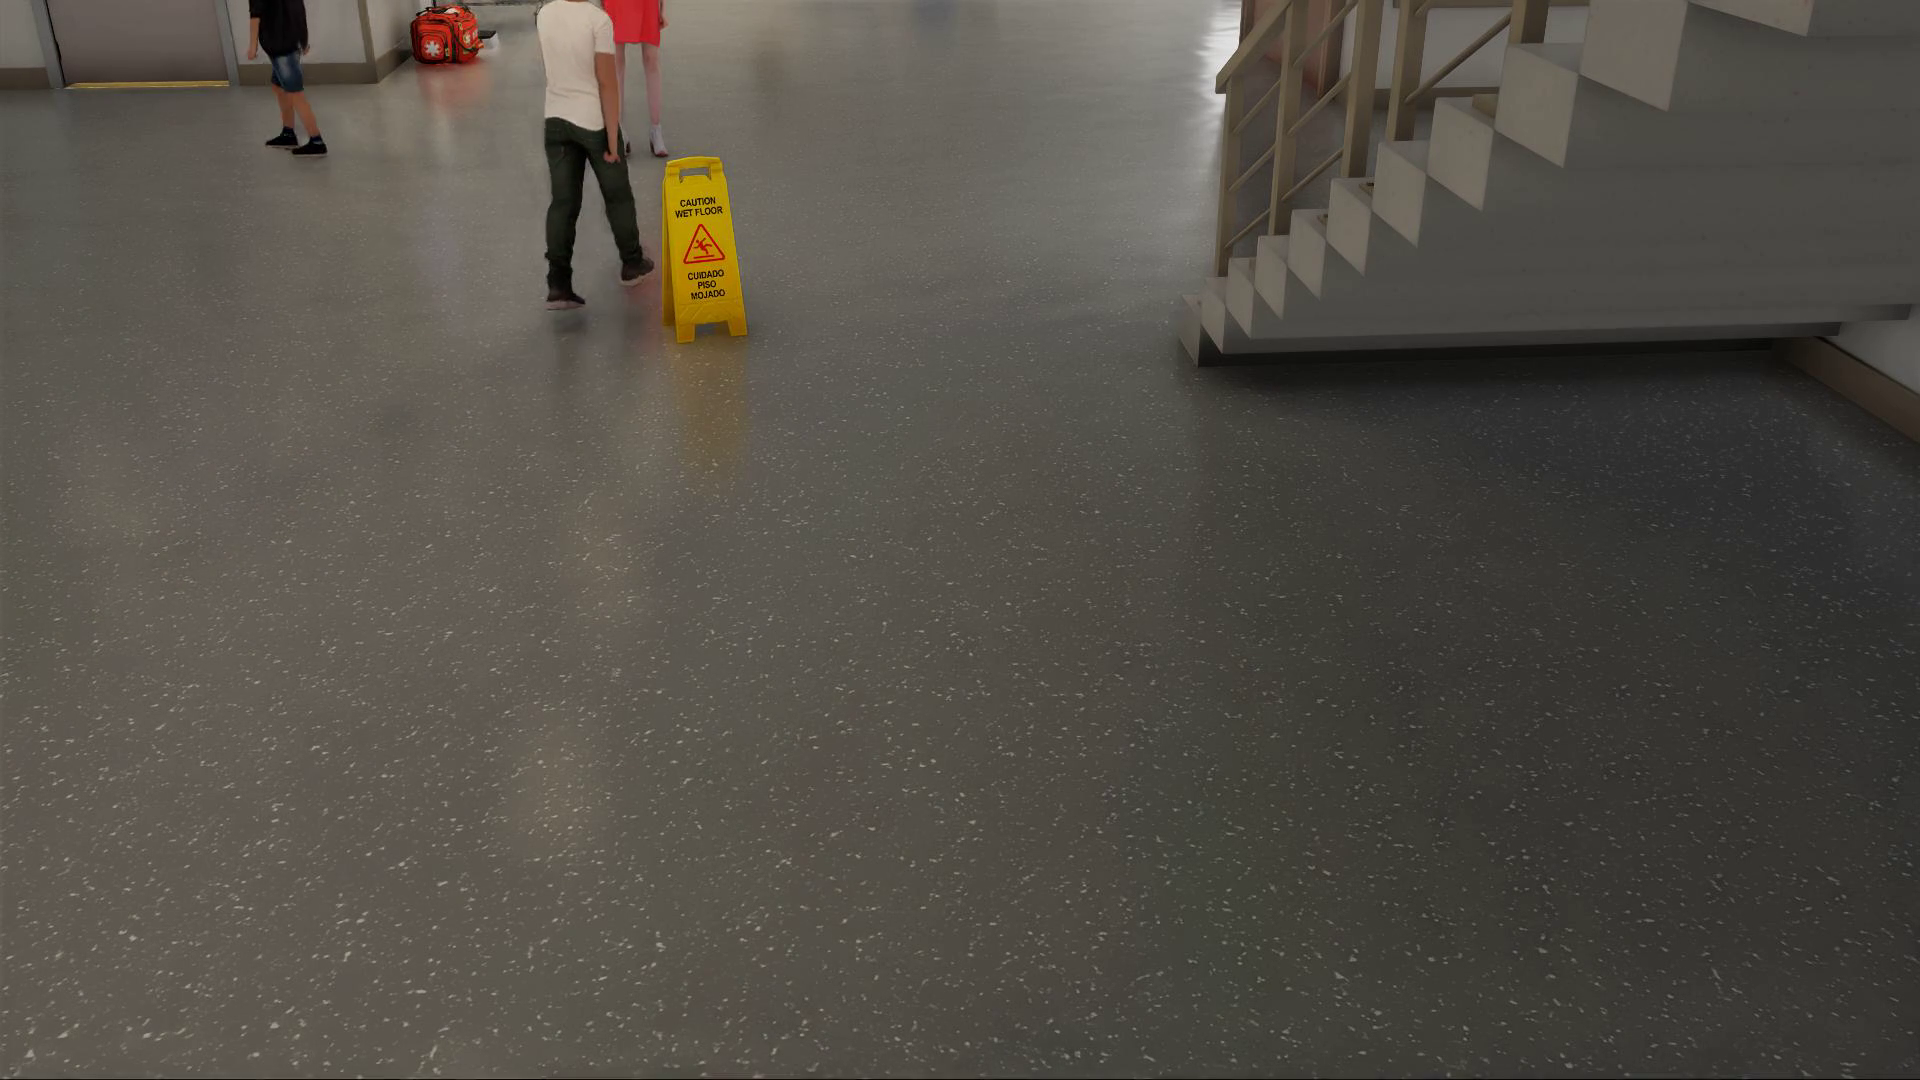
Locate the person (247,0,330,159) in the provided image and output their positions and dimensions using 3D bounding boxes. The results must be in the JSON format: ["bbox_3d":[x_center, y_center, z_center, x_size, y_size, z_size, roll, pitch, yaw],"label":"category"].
[{"bbox_3d":[-4.173,-3.104,10.392,0.697,1.430,0.715,4,26,7],"label":"person"}]

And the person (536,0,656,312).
[{"bbox_3d":[-1.753,-1.814,7.502,0.812,1.615,1.179,6,26,13],"label":"person"}]

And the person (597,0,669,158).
[{"bbox_3d":[-2.052,-3.321,10.385,0.611,1.827,0.548,-5,26,-11],"label":"person"}]
